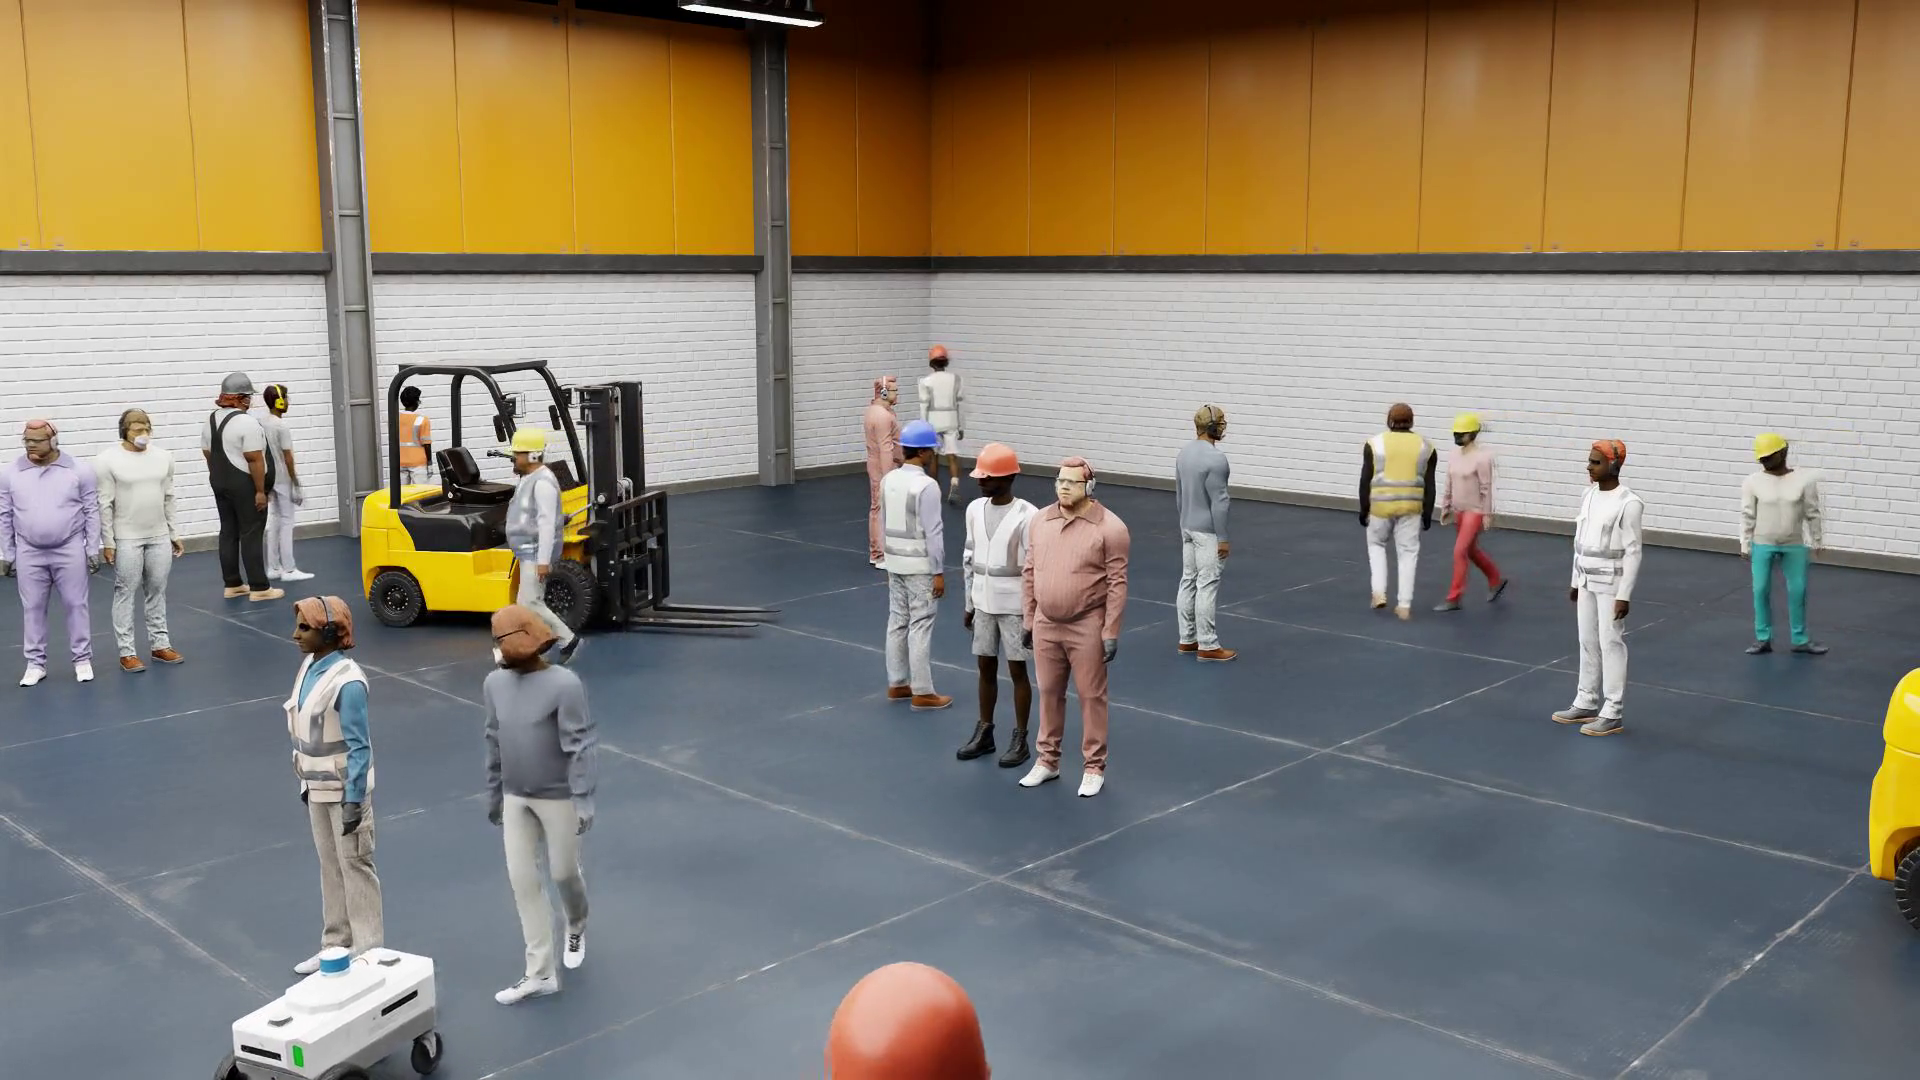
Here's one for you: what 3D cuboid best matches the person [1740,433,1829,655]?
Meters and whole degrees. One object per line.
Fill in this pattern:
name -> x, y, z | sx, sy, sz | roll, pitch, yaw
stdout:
person -> 6.280, 0.044, 12.628 | 0.682, 1.719, 0.417 | 4, 10, 21

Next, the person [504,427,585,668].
person -> -3.062, 0.085, 12.052 | 0.439, 1.822, 0.613 | -4, 10, -25

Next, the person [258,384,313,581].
person -> -6.430, -0.540, 15.753 | 0.527, 1.867, 0.316 | 7, 12, 38

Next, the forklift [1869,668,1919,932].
forklift -> 5.205, 0.723, 7.013 | 2.313, 2.155, 1.214 | 9, 13, 43

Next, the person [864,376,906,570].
person -> -0.724, -0.660, 16.370 | 0.408, 1.906, 0.652 | -2, 9, -12

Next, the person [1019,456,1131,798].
person -> 0.619, 0.480, 9.365 | 0.643, 1.913, 0.411 | 5, 11, 30

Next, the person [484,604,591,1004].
person -> -1.712, 1.049, 6.838 | 0.552, 1.593, 0.588 | 3, 10, 18

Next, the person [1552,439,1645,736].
person -> 4.076, 0.296, 10.582 | 0.350, 1.882, 0.583 | -2, 10, -13

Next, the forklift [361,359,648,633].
forklift -> -3.850, -0.407, 13.936 | 2.313, 2.155, 1.214 | 2, 9, 11

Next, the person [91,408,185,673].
person -> -6.047, -0.009, 12.285 | 0.373, 1.939, 0.628 | 6, 11, 32

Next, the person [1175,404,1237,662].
person -> 1.850, -0.054, 12.555 | 0.373, 1.940, 0.628 | -4, 10, -22

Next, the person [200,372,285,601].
person -> -6.397, -0.484, 14.880 | 0.682, 2.000, 0.536 | 6, 11, 31

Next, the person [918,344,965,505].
person -> -0.214, -1.425, 20.747 | 0.612, 2.017, 0.848 | -2, 9, -11

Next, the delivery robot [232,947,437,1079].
delivery robot -> -2.185, 1.678, 5.856 | 0.477, 0.478, 0.707 | 4, 9, 23

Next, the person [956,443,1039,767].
person -> 0.238, 0.385, 9.879 | 0.547, 1.934, 0.375 | 7, 11, 36

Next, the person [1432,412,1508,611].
person -> 4.483, -0.258, 14.460 | 0.836, 1.728, 0.521 | -4, 10, -21

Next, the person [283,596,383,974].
person -> -2.560, 1.031, 6.817 | 0.309, 1.640, 0.514 | -9, 13, -43

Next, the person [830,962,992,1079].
person -> -0.058, 1.583, 2.414 | 0.639, 1.967, 0.473 | 2, 9, 13

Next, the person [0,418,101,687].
person -> -6.456, 0.085, 11.807 | 0.645, 1.905, 0.400 | -3, 10, -19

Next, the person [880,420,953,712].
person -> -0.295, 0.169, 11.159 | 0.404, 1.945, 0.614 | -7, 11, -36

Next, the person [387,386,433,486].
person -> -5.924, -0.814, 17.984 | 0.534, 1.688, 0.318 | 3, 10, 16

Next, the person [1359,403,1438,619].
person -> 3.714, -0.249, 14.136 | 0.641, 1.817, 0.499 | 1, 9, 6
